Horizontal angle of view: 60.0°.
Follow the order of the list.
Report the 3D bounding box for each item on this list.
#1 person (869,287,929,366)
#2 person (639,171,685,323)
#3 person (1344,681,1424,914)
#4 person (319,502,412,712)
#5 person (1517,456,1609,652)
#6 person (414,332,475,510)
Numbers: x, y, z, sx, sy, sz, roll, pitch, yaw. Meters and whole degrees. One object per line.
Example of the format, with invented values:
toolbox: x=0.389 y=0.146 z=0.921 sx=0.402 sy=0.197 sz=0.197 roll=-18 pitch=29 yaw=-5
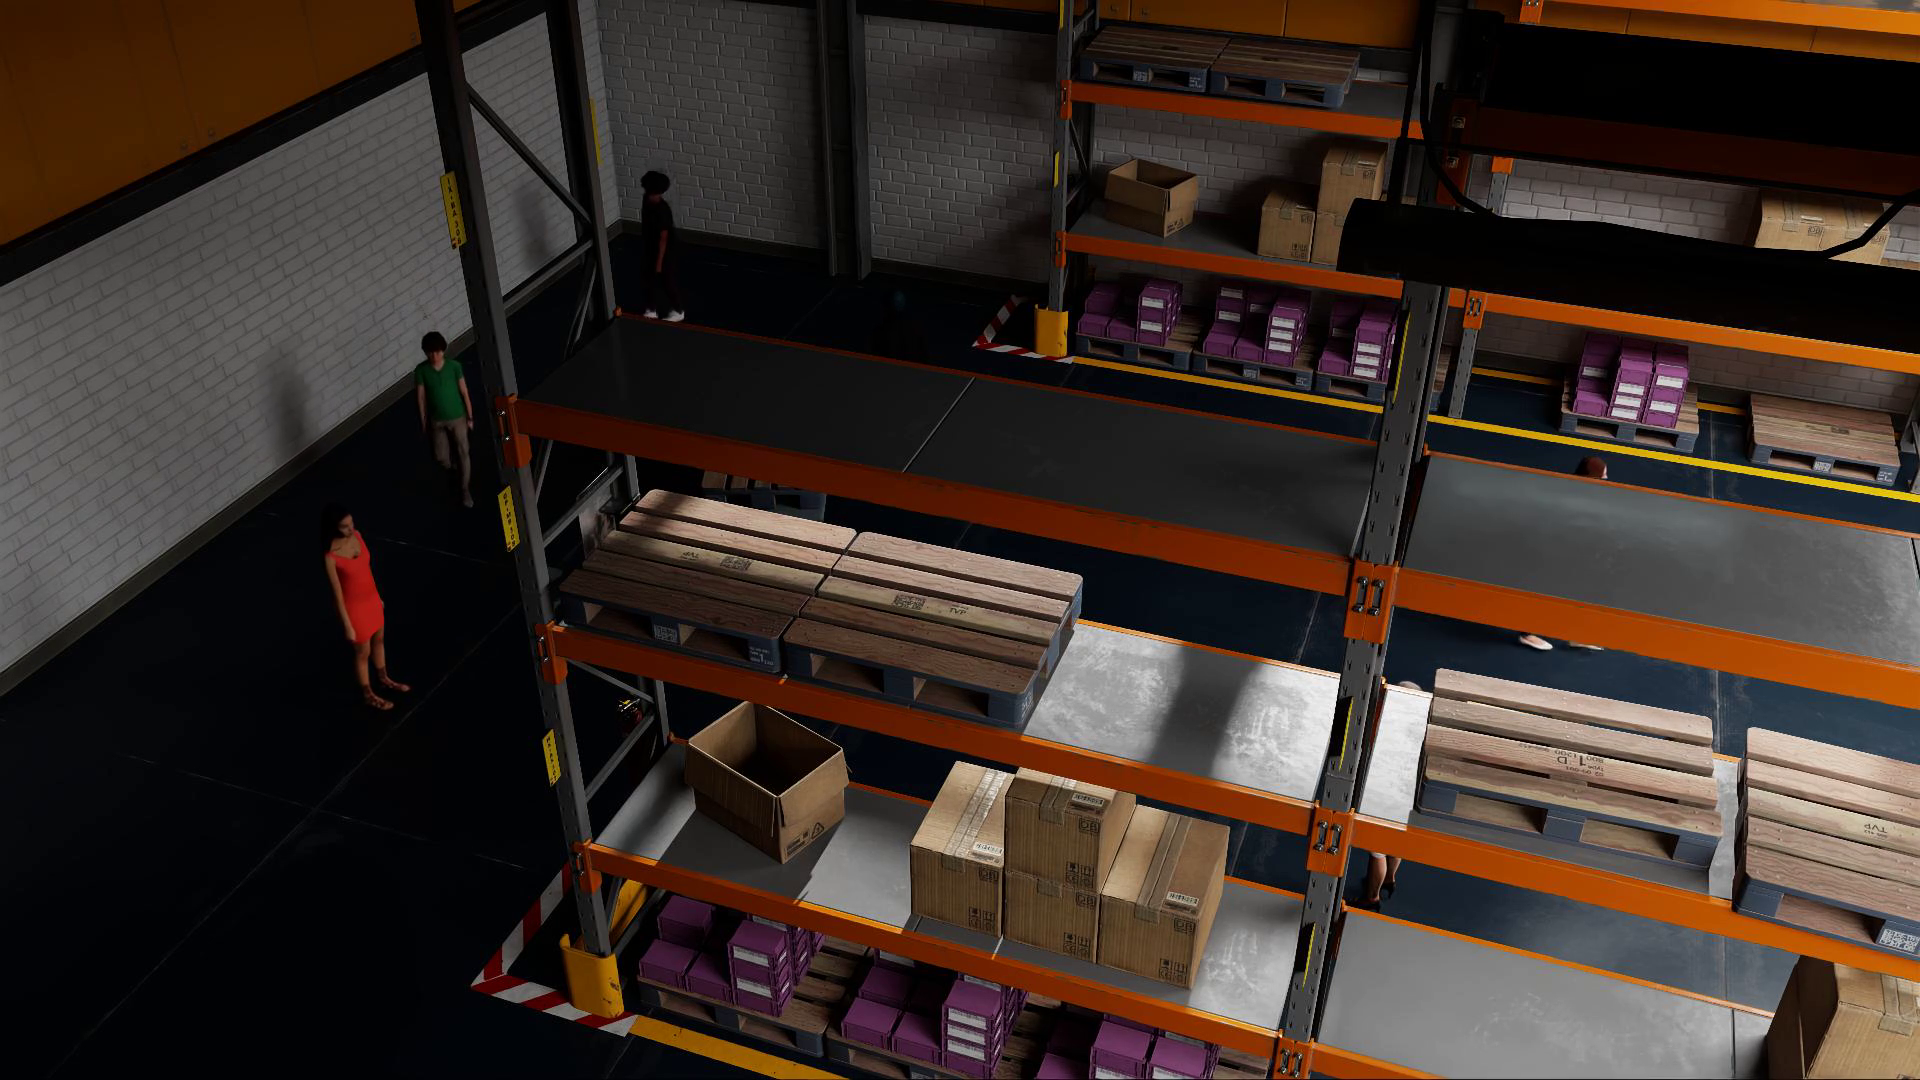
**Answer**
person: x=-0.495 y=-1.287 z=14.417 sx=1.251 sy=1.768 sz=1.148 roll=-5 pitch=34 yaw=-8
person: x=-3.045 y=-2.994 z=17.011 sx=0.928 sy=1.739 sz=0.852 roll=-17 pitch=37 yaw=-24
person: x=2.629 y=1.571 z=10.131 sx=0.618 sy=1.752 sz=0.627 roll=26 pitch=42 yaw=33
person: x=-4.290 y=0.464 z=11.826 sx=0.572 sy=1.719 sz=0.615 roll=7 pitch=34 yaw=10
person: x=4.441 y=0.112 z=12.365 sx=0.885 sy=1.710 sz=0.656 roll=15 pitch=36 yaw=21
person: x=-4.390 y=-1.070 z=14.205 sx=0.782 sy=1.640 sz=0.840 roll=-10 pitch=35 yaw=-15
